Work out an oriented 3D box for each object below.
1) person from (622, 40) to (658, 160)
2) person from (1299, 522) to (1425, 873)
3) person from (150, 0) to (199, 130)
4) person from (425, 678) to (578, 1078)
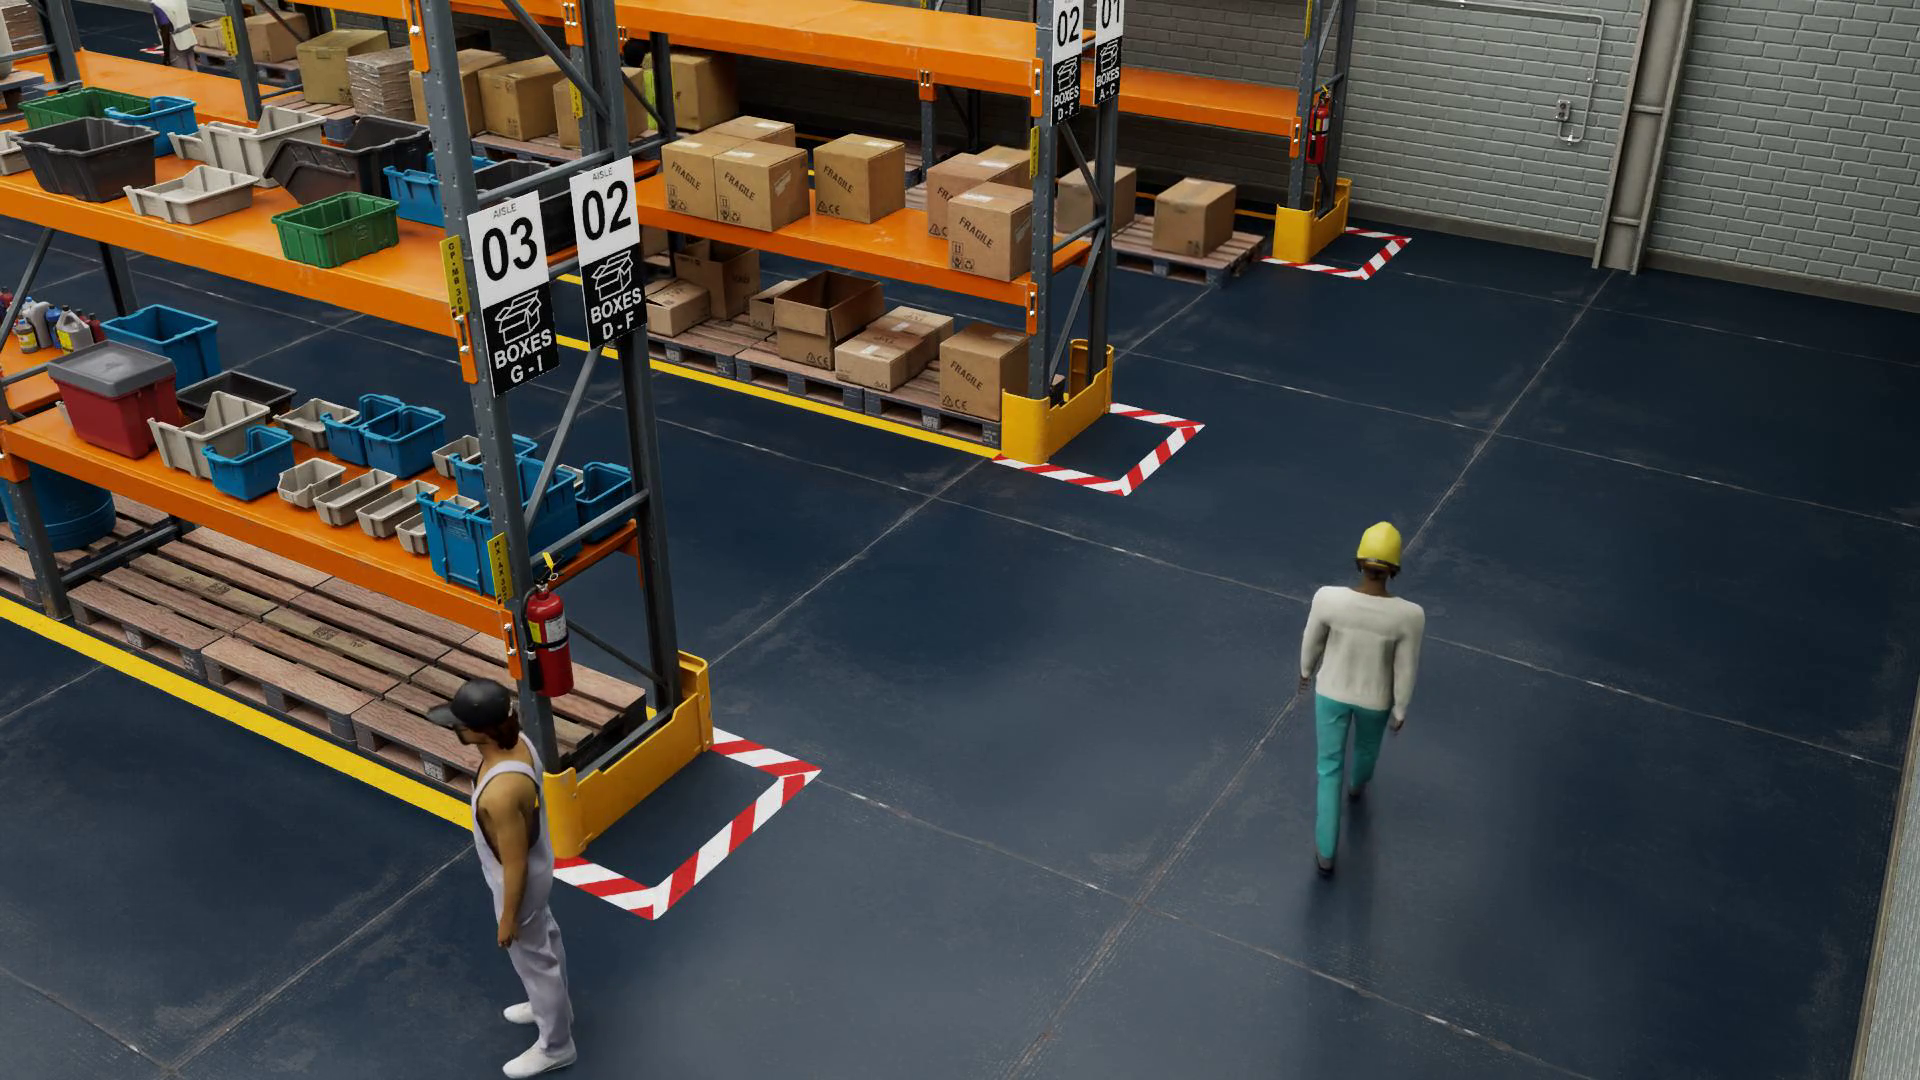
[{"bbox_3d":[-3.153,-4.101,16.529,0.379,1.679,0.553,17,33,27],"label":"person"},{"bbox_3d":[1.882,0.681,7.915,0.535,1.720,0.895,7,30,12],"label":"person"},{"bbox_3d":[-8.996,-5.656,19.162,0.393,1.846,0.562,4,29,7],"label":"person"},{"bbox_3d":[-1.802,1.335,6.602,0.390,1.860,0.530,-4,29,-7],"label":"person"}]
